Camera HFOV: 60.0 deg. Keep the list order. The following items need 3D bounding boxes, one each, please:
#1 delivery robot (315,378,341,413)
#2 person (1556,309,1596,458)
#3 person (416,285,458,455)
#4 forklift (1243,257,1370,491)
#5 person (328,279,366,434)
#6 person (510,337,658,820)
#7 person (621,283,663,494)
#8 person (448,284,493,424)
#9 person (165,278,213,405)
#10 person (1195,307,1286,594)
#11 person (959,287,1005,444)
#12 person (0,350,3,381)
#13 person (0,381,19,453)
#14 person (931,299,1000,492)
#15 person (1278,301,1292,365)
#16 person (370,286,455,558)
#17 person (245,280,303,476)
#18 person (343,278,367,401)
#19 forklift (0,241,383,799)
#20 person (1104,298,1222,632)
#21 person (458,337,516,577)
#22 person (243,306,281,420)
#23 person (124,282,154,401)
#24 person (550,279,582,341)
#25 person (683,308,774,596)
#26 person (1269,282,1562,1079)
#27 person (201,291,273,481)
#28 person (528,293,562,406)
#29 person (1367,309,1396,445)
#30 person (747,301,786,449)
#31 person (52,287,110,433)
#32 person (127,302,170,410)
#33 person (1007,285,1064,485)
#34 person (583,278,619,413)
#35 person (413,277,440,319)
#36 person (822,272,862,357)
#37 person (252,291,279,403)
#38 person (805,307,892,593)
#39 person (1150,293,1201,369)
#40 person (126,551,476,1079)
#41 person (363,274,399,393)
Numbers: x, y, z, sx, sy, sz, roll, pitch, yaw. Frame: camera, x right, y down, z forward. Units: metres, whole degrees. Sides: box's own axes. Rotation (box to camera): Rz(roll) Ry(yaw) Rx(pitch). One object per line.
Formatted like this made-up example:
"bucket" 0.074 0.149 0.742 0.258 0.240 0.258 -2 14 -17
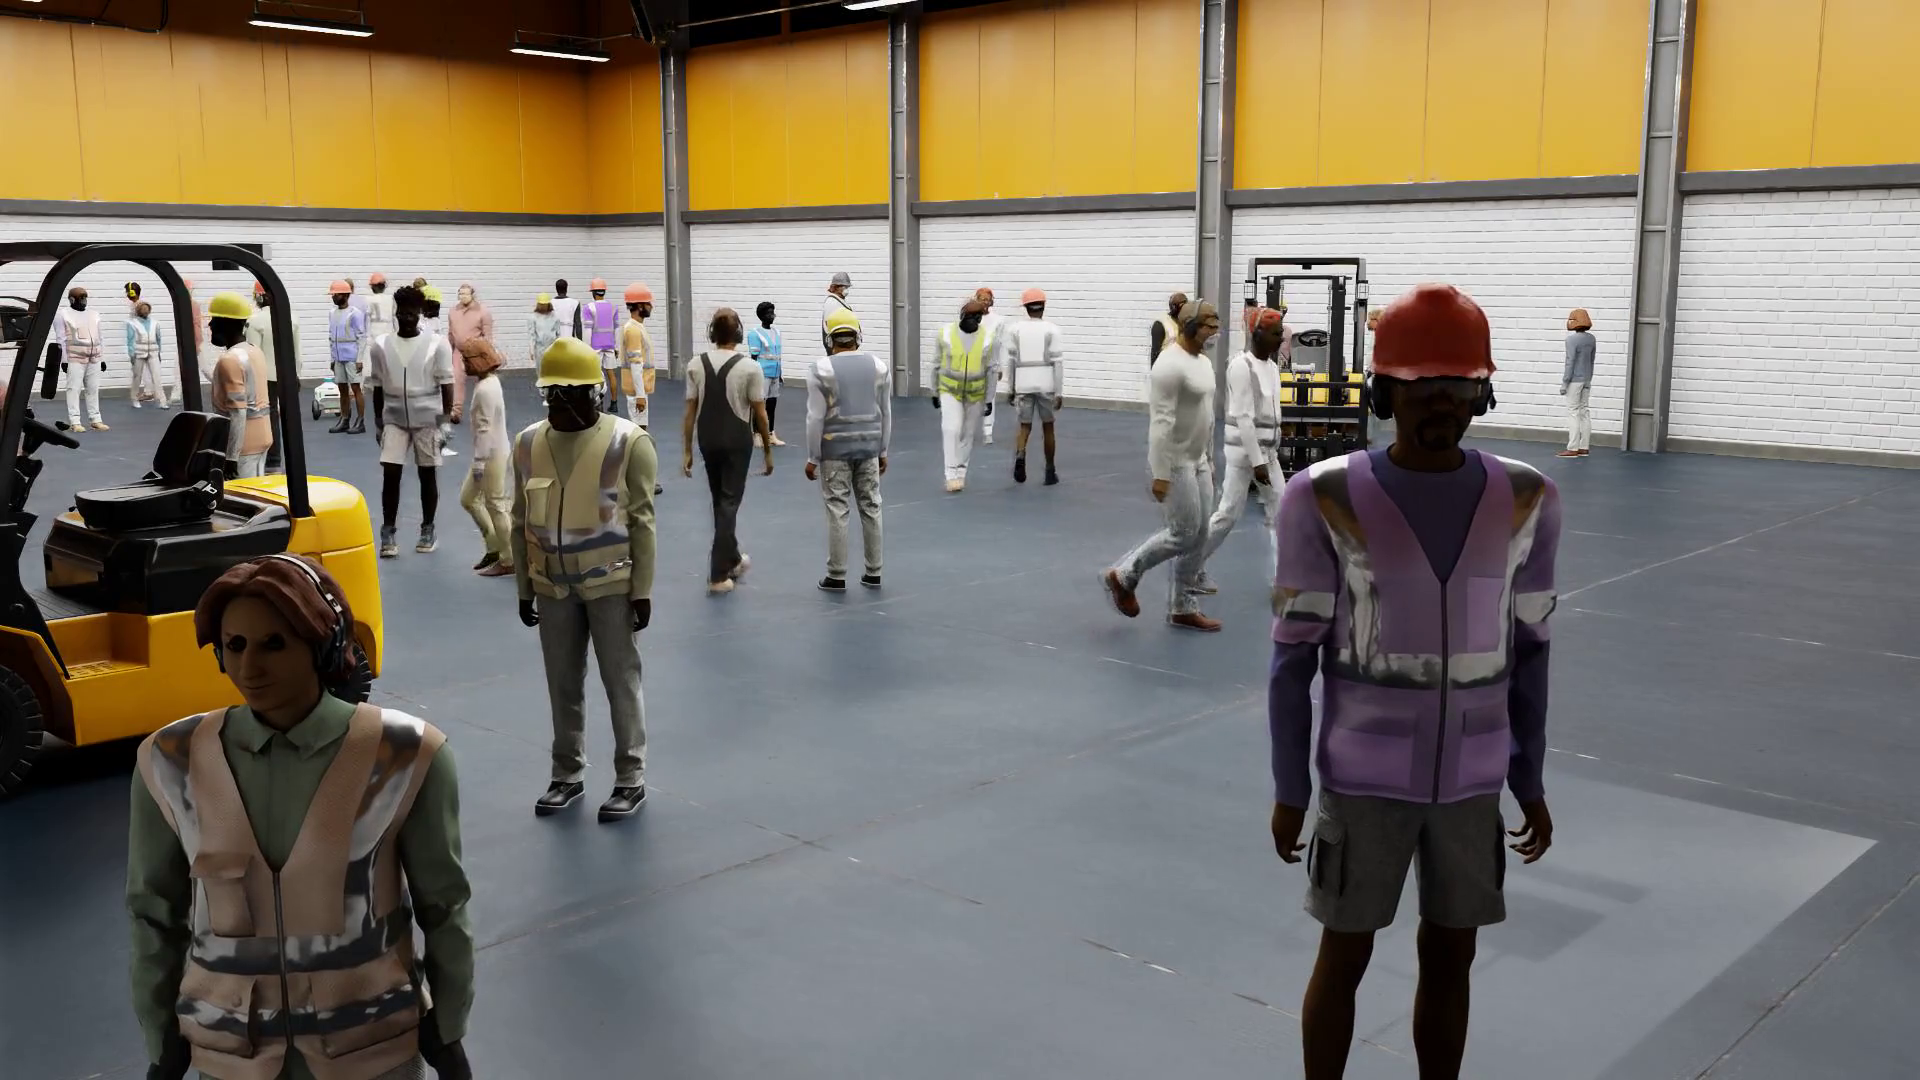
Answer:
"delivery robot" -8.734 -2.000 23.032 0.477 0.478 0.707 -4 10 -25
"person" 6.795 -1.722 18.317 0.508 1.632 0.264 -7 11 -36
"person" -6.000 -1.887 18.538 0.794 1.903 0.590 2 9 12
"forklift" 3.309 -1.629 16.029 1.214 2.155 2.313 2 9 11
"person" -7.725 -2.296 20.905 0.546 1.939 0.375 5 10 27
"person" -1.421 0.151 6.268 0.586 1.824 0.404 2 9 12
"person" -2.938 -1.388 15.337 0.358 1.937 0.552 -2 9 -12
"person" -6.598 -2.485 22.299 0.670 1.855 0.975 1 9 8
"person" -11.775 -3.056 25.557 0.620 1.951 1.013 5 11 30
"person" 1.789 -0.529 10.376 0.933 1.843 0.557 8 12 40
"person" 0.248 -2.088 19.857 0.592 1.864 0.594 -2 9 -10
"person" -8.565 -1.171 14.281 1.022 1.861 0.644 6 11 32
"person" -5.642 -0.351 9.511 0.331 1.765 0.533 8 12 41
"person" 0.058 -1.338 15.501 0.637 1.791 0.795 -1 9 -6
"person" 3.436 -1.766 18.182 0.326 1.767 0.533 7 12 37
"person" -3.945 -0.850 11.999 0.626 1.940 0.624 -1 9 -4
"person" -6.887 -1.639 16.699 0.379 1.996 0.609 6 11 32
"person" -9.501 -3.125 26.073 0.429 1.918 0.674 2 10 15
"forklift" -3.706 -0.171 7.093 1.214 2.155 2.313 9 13 43
"person" 1.187 -0.418 9.478 0.601 1.911 0.665 5 10 28
"person" -3.188 -0.544 11.126 0.420 1.613 0.529 -2 10 -14
"person" -9.473 -2.484 22.485 0.830 1.804 0.556 -7 12 -38
"person" -12.898 -3.108 26.122 0.327 1.861 0.521 -3 10 -18
"person" -6.329 -3.196 26.529 0.599 1.909 0.383 0 9 3
"person" -1.458 -0.587 10.790 0.537 1.810 0.888 3 10 16
"person" 0.960 0.486 3.513 0.615 2.045 0.365 -1 9 -4
"person" -4.564 -0.601 10.546 0.366 1.926 0.594 -2 9 -9
"person" -6.181 -2.823 24.846 0.500 1.690 0.895 -4 10 -21
"person" 4.940 -1.879 19.382 0.682 1.614 0.502 5 11 29
"person" -2.237 -1.908 19.265 0.318 1.697 0.535 6 11 32
"person" -11.177 -2.296 21.196 0.429 1.846 0.627 5 11 28
"person" -12.090 -2.732 24.638 0.870 1.592 0.533 8 12 40
"person" 0.704 -1.450 15.780 0.572 1.920 0.670 3 10 15
"person" -5.169 -2.786 23.918 0.552 1.933 0.374 -8 12 -39
"person" -8.493 -3.162 26.241 0.639 1.933 0.380 0 9 2
"person" -1.634 -2.710 23.129 0.536 2.000 0.688 1 9 5
"person" -9.550 -2.580 22.854 0.513 1.873 0.328 3 10 17
"person" -0.723 -0.570 10.666 0.587 1.825 0.404 -5 10 -27
"person" 2.563 -2.015 19.638 0.643 1.795 0.953 -6 11 -34
"person" -1.043 0.826 2.674 0.522 1.638 0.311 -1 9 -7
"person" -9.588 -3.390 27.464 1.042 1.991 0.634 6 11 31
